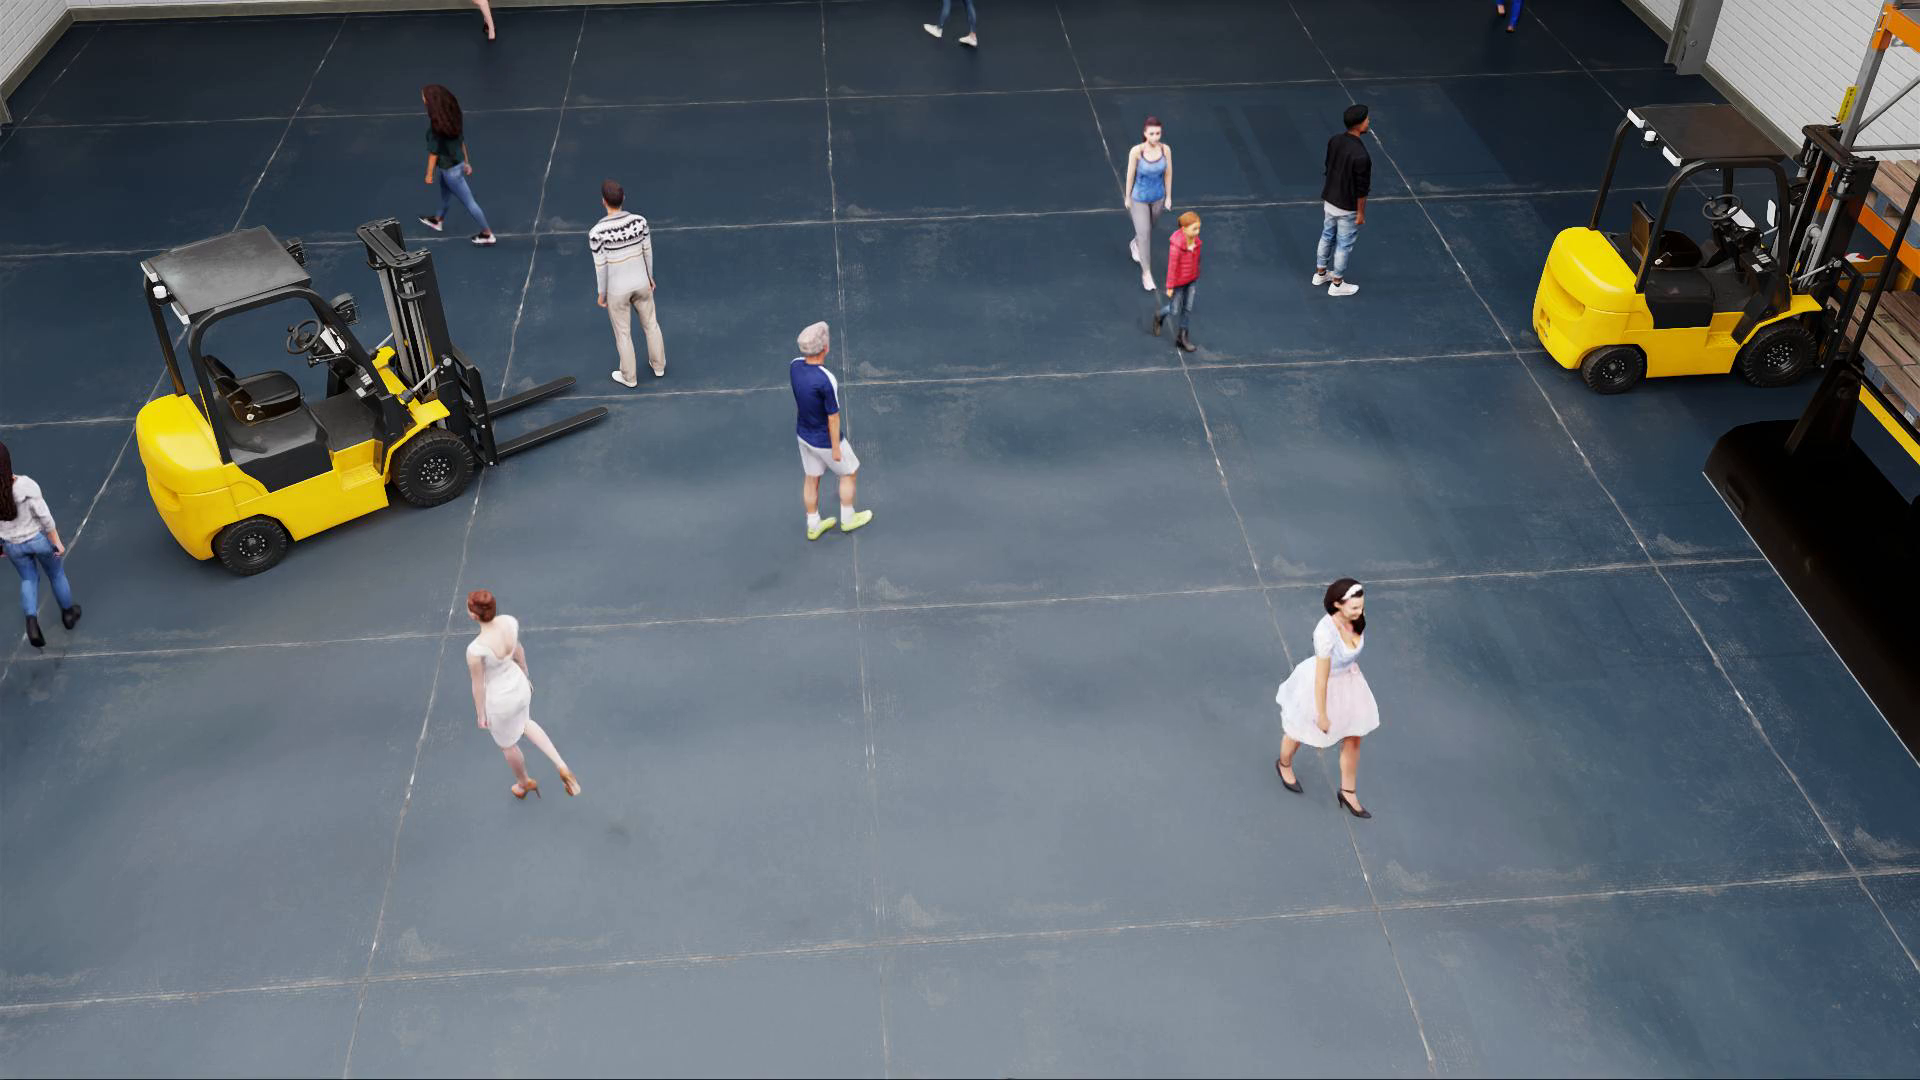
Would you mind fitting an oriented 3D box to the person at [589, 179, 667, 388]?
[{"bbox_3d":[-2.792,-2.145,13.953,0.770,1.861,0.757,-23,44,-26],"label":"person"}]

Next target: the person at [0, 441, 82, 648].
[{"bbox_3d":[-6.402,0.070,11.379,0.639,1.612,0.861,-5,39,-6],"label":"person"}]

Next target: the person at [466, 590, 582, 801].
[{"bbox_3d":[-2.667,1.009,10.068,0.862,1.781,0.846,18,42,22],"label":"person"}]

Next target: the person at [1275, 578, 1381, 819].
[{"bbox_3d":[2.164,0.903,10.192,0.983,1.791,1.085,-30,47,-32],"label":"person"}]

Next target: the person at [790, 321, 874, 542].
[{"bbox_3d":[-1.079,-0.740,12.224,0.864,1.823,0.924,30,47,32],"label":"person"}]

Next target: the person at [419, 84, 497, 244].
[{"bbox_3d":[-4.797,-3.554,15.946,0.850,1.576,1.063,6,39,8],"label":"person"}]

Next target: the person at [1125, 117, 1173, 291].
[{"bbox_3d":[1.733,-3.198,15.500,0.676,1.577,1.071,-9,39,-11],"label":"person"}]

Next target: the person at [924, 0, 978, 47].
[{"bbox_3d":[0.060,-6.690,19.847,1.064,1.609,1.019,25,45,28],"label":"person"}]

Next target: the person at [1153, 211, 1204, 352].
[{"bbox_3d":[1.909,-2.285,14.573,0.707,1.307,0.822,-23,44,-26],"label":"person"}]

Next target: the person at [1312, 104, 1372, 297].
[{"bbox_3d":[3.502,-3.112,15.202,0.832,1.814,0.680,-18,42,-21],"label":"person"}]
